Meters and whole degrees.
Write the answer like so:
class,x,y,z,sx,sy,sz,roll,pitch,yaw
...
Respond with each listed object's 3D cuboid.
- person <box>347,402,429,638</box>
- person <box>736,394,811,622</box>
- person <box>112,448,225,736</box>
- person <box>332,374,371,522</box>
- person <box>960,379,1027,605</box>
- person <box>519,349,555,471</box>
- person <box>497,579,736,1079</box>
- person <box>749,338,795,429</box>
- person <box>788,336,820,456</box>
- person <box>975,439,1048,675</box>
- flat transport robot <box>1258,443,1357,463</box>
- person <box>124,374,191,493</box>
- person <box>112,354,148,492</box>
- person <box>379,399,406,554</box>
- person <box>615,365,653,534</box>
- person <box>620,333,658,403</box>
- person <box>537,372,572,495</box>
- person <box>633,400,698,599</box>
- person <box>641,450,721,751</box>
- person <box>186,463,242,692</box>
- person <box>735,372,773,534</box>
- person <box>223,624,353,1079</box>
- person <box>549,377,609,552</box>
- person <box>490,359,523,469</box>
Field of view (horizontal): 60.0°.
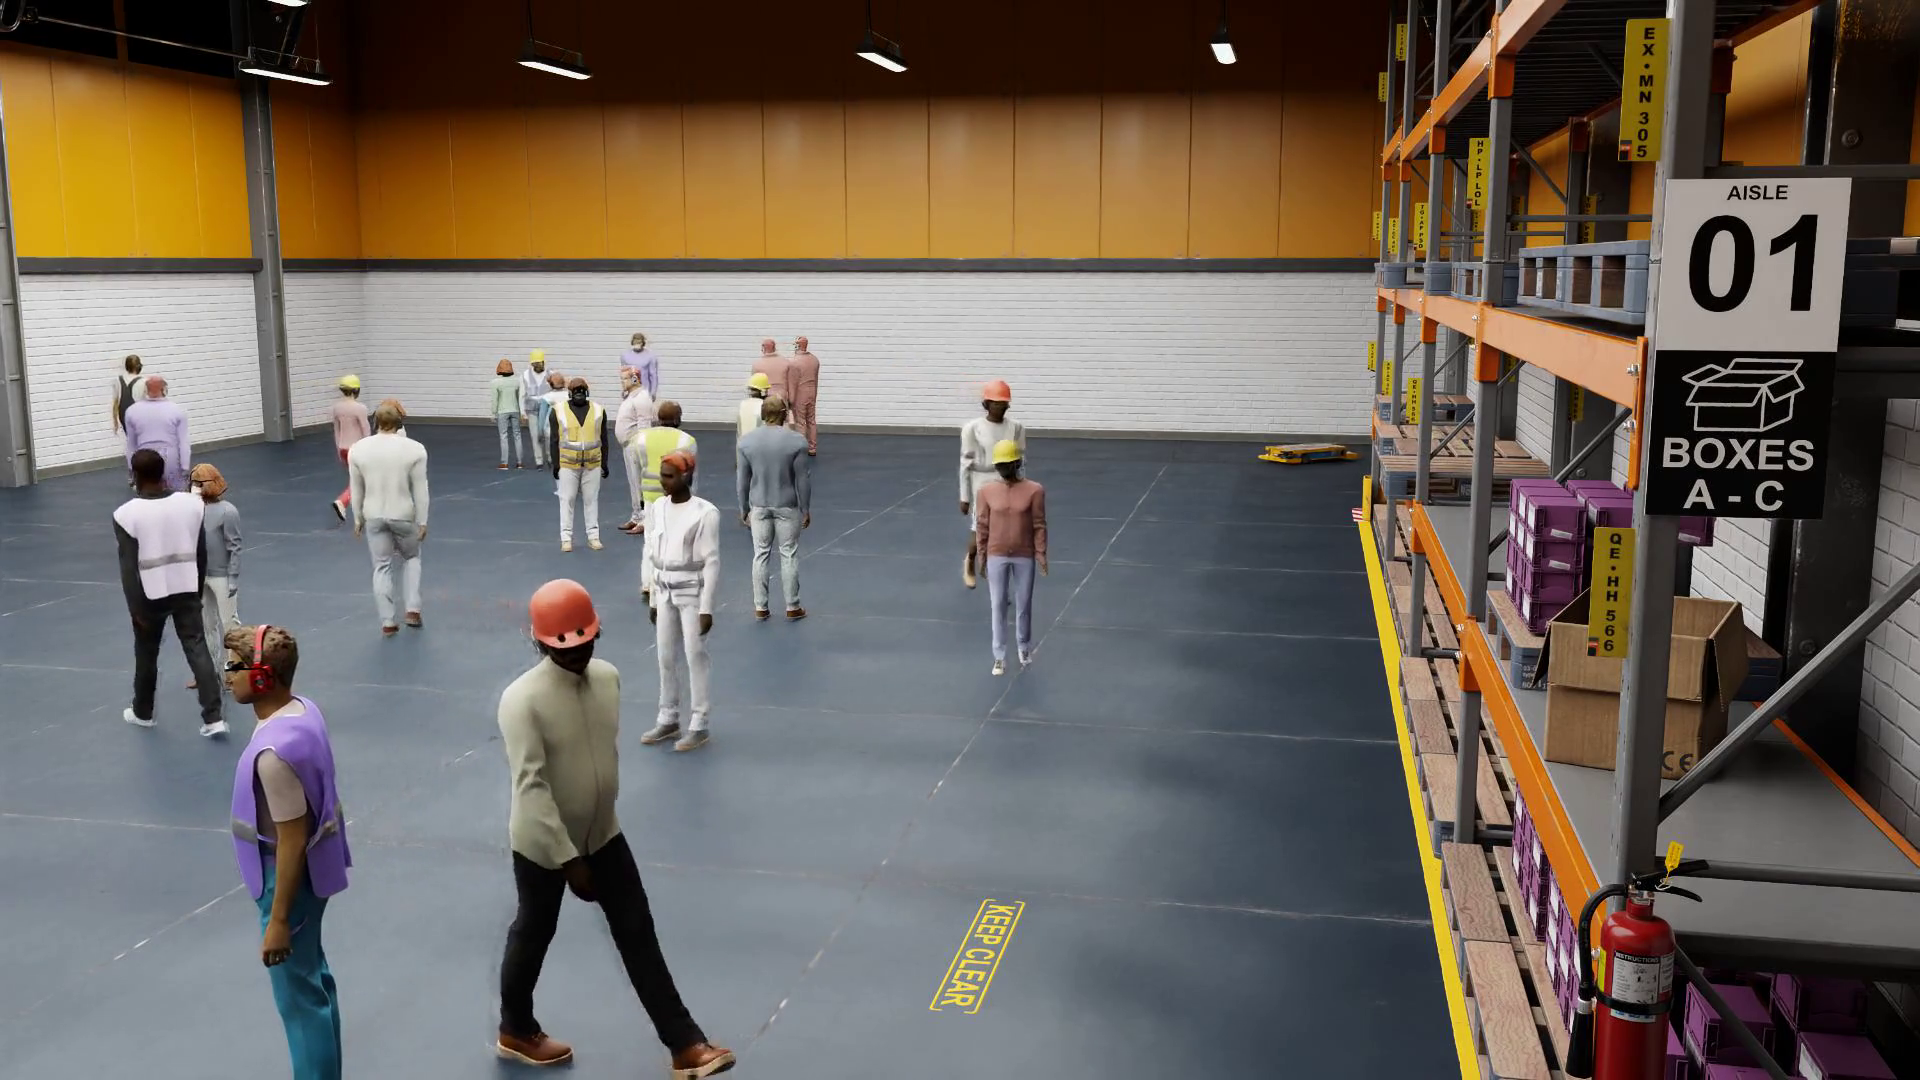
class,x,y,z,sx,sy,sz,roll,pitch,yaw
person,-4.659,-0.168,13.616,0.630,1.919,0.565,-2,10,-12
person,-1.574,-0.267,14.134,0.634,1.936,0.351,1,9,6
person,-5.106,0.337,10.726,1.014,1.870,0.607,9,13,42
person,-7.116,-1.057,19.418,0.539,1.747,0.615,5,11,28
person,0.277,-0.447,14.945,0.613,2.029,0.667,-3,10,-19
person,-6.137,-1.883,24.299,0.585,1.799,0.596,-2,10,-12
person,-1.367,1.084,6.046,1.036,1.921,0.603,6,11,32
person,-2.902,-2.160,25.655,0.706,1.895,0.474,-3,10,-17
person,-2.490,-2.240,26.113,0.407,1.910,0.639,7,11,34
person,0.387,0.122,12.468,0.549,1.764,0.677,0,9,3
flat transport robot,5.368,-1.347,25.649,1.431,0.197,0.652,-5,11,-29
person,-8.490,-0.817,17.626,0.650,1.883,0.822,-1,10,-8
person,-11.026,-1.569,22.301,0.548,1.825,0.600,0,9,1
person,-5.920,-0.668,17.463,0.280,1.631,0.507,-5,10,-26
person,-3.681,-1.022,18.779,0.409,1.908,0.639,-4,10,-23
person,-5.237,-2.419,27.145,0.647,1.915,0.513,1,9,5
person,-5.309,-1.397,21.842,0.547,1.622,0.519,-8,12,-40
person,-2.686,-0.370,15.180,0.625,1.810,0.929,1,10,8
person,-1.744,0.376,10.431,0.581,1.883,0.369,6,11,34
person,-5.322,0.266,11.836,0.499,1.633,0.286,3,10,20
person,-2.222,-0.972,18.721,0.619,1.819,0.497,7,12,35
person,-2.260,1.187,5.648,0.373,1.843,0.571,-3,10,-16
person,-4.028,-0.801,17.638,0.619,1.845,0.430,-4,10,-23
person,-6.705,-1.862,24.655,0.497,1.633,0.284,-7,12,-35
